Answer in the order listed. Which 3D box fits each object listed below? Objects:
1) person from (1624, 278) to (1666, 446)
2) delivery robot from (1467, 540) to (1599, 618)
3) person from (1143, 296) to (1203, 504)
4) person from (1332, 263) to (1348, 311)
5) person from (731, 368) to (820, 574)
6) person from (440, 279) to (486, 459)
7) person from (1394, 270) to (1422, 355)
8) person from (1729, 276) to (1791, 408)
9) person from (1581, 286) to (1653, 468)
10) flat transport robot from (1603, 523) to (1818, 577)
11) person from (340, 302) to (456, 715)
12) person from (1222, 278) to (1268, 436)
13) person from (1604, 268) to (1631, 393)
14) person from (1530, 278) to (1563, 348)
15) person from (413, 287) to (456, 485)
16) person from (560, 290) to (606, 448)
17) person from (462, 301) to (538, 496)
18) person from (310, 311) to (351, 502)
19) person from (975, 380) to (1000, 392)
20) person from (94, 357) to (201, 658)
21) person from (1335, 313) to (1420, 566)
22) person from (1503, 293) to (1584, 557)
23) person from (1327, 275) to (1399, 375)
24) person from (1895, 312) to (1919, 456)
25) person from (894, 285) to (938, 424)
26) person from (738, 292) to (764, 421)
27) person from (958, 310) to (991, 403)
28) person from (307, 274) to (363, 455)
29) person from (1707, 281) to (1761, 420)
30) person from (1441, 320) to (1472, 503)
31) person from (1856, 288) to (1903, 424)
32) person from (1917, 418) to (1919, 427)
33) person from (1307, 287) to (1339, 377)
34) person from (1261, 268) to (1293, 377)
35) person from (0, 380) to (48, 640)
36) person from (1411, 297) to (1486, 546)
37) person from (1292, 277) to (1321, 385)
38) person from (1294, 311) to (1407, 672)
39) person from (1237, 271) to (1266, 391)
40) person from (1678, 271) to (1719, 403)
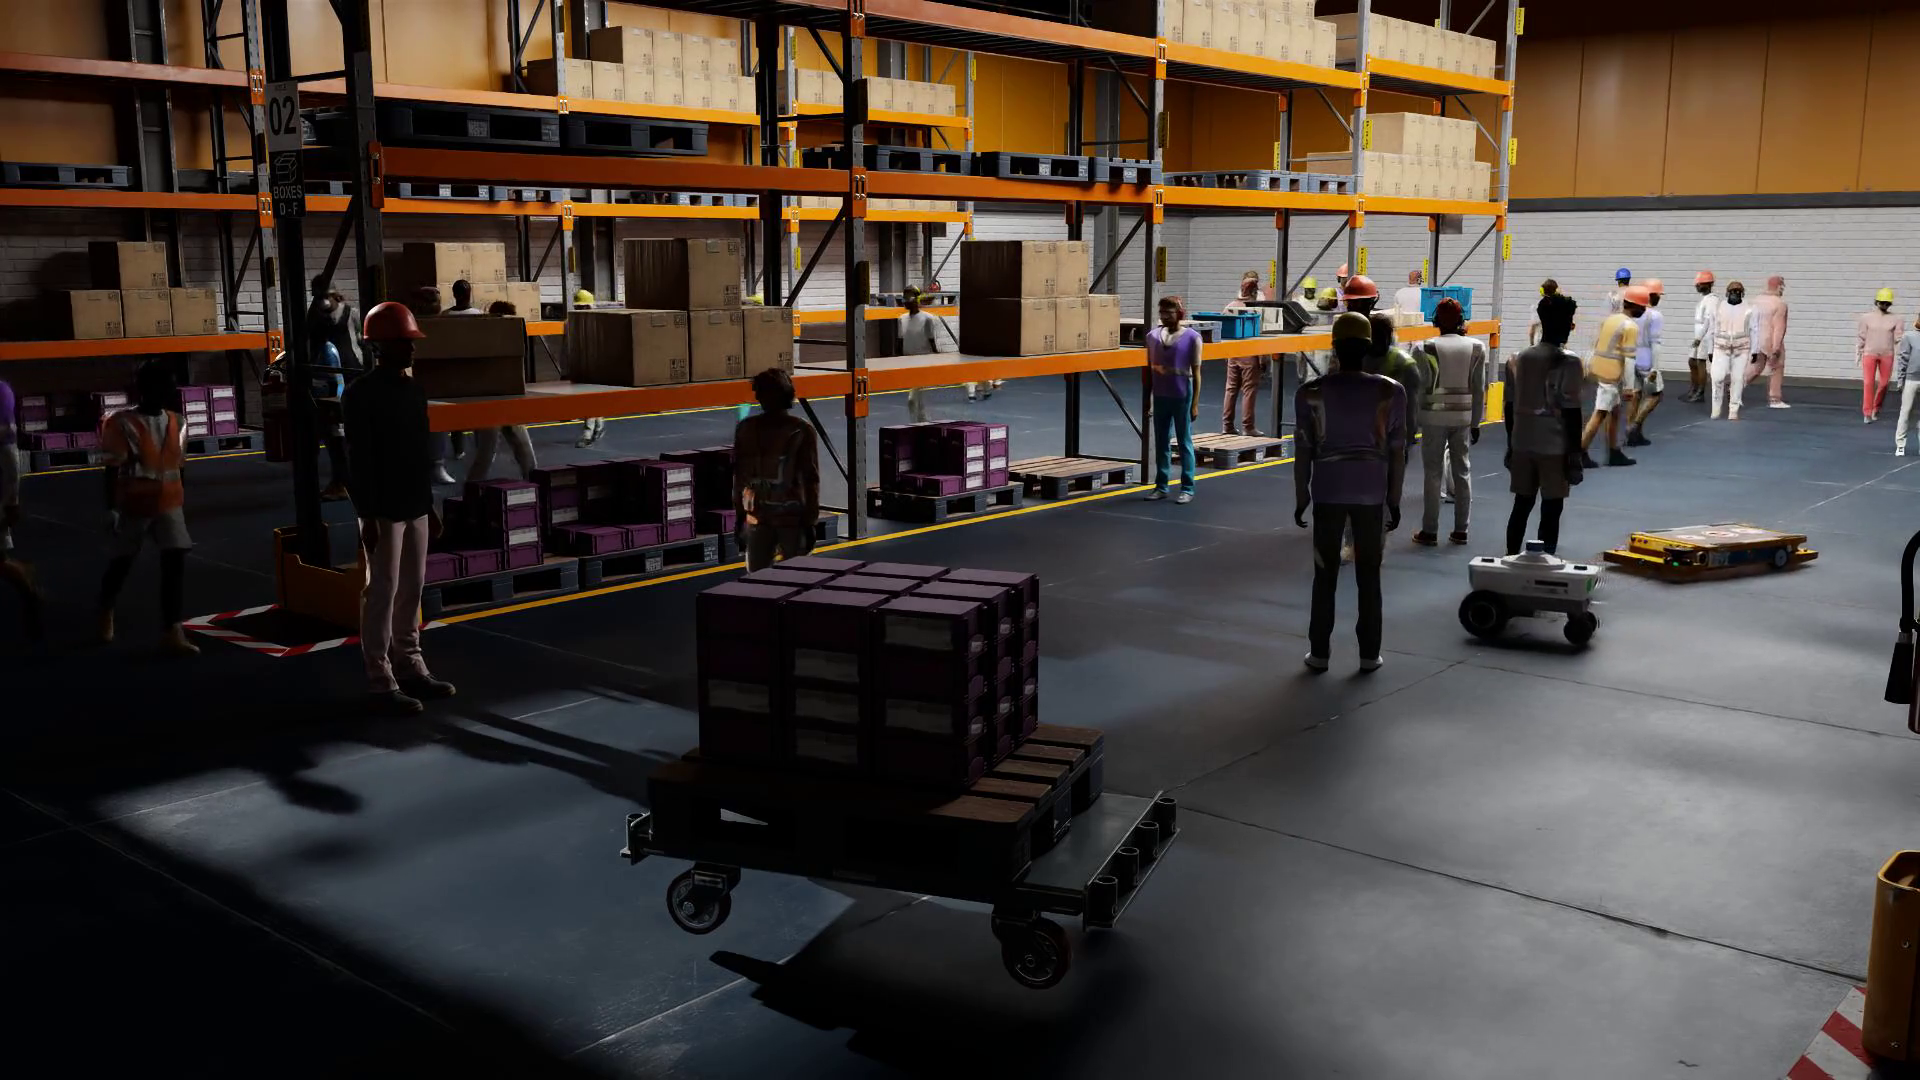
[{"bbox_3d":[7.782,-2.011,18.915,0.392,1.923,0.541,-4,11,-21],"label":"person"},{"bbox_3d":[3.338,0.243,9.687,0.707,0.478,0.477,5,11,26],"label":"delivery robot"},{"bbox_3d":[1.892,-1.240,14.757,0.565,1.837,0.389,8,13,39],"label":"person"},{"bbox_3d":[5.410,-2.867,23.429,0.615,2.040,0.382,-2,10,-12],"label":"person"},{"bbox_3d":[-0.968,-0.087,8.770,0.550,1.636,0.322,5,11,27],"label":"person"},{"bbox_3d":[-5.300,-1.822,17.827,0.593,1.920,0.392,0,10,0],"label":"person"},{"bbox_3d":[7.305,-3.386,26.768,0.643,1.909,0.410,9,13,41],"label":"person"},{"bbox_3d":[11.305,-2.774,23.382,0.845,1.880,0.647,-2,10,-13],"label":"person"},{"bbox_3d":[6.694,-1.650,17.000,0.864,1.863,0.581,-1,10,-4],"label":"person"},{"bbox_3d":[5.343,0.057,11.817,1.431,0.197,0.652,-5,11,-27],"label":"flat transport robot"},{"bbox_3d":[-2.749,-0.159,8.142,0.379,1.996,0.611,2,10,14],"label":"person"},{"bbox_3d":[3.456,-2.196,20.025,0.398,1.899,0.635,-9,13,-42],"label":"person"},{"bbox_3d":[10.297,-3.250,25.883,0.602,1.946,0.393,-1,10,-4],"label":"person"},{"bbox_3d":[7.871,-2.571,22.278,0.519,1.856,0.461,0,10,-2],"label":"person"},{"bbox_3d":[-4.988,-1.469,15.926,0.613,1.889,0.648,1,10,5],"label":"person"},{"bbox_3d":[-4.273,-1.982,19.122,0.611,1.792,0.926,2,10,13],"label":"person"},{"bbox_3d":[-3.704,-1.012,13.479,0.973,1.837,0.576,3,10,18],"label":"person"},{"bbox_3d":[-5.645,-1.192,14.872,0.322,1.697,0.536,-5,11,-27],"label":"person"},{"bbox_3d":[0.489,-3.302,26.272,0.542,1.916,0.798,9,13,41],"label":"person"},{"bbox_3d":[-4.587,-0.195,9.292,0.808,1.657,0.572,7,12,35],"label":"person"},{"bbox_3d":[2.891,-0.686,11.684,0.643,1.812,0.492,6,12,32],"label":"person"},{"bbox_3d":[3.812,-0.620,10.858,0.385,1.962,0.642,-5,11,-27],"label":"person"},{"bbox_3d":[3.118,-1.049,13.074,0.382,2.041,0.616,-8,13,-39],"label":"person"},{"bbox_3d":[10.414,-1.711,18.008,0.497,1.633,0.285,2,10,13],"label":"person"},{"bbox_3d":[-0.577,-1.901,18.490,0.565,1.838,0.868,9,13,40],"label":"person"},{"bbox_3d":[-2.412,-2.082,19.833,0.523,1.732,0.814,2,10,12],"label":"person"},{"bbox_3d":[0.270,-2.910,24.416,0.612,1.783,0.919,2,10,11],"label":"person"},{"bbox_3d":[-6.176,-1.616,16.306,0.708,2.000,0.833,-1,10,-5],"label":"person"},{"bbox_3d":[10.136,-2.475,21.834,0.637,1.824,0.588,5,11,27],"label":"person"},{"bbox_3d":[4.355,-1.146,14.776,0.307,1.640,0.520,-4,11,-24],"label":"person"},{"bbox_3d":[11.917,-2.393,21.580,0.534,1.748,0.702,4,11,21],"label":"person"},{"bbox_3d":[12.392,-2.291,20.890,1.004,1.786,0.505,-5,11,-27],"label":"person"},{"bbox_3d":[4.921,-2.511,22.248,0.512,1.731,0.408,-5,11,-27],"label":"person"},{"bbox_3d":[5.423,-3.768,28.809,0.632,1.957,0.831,4,11,23],"label":"person"},{"bbox_3d":[-5.362,-0.280,9.070,0.551,1.920,0.705,1,10,3],"label":"person"},{"bbox_3d":[3.684,-0.892,12.630,0.575,1.885,0.356,-1,10,-6],"label":"person"},{"bbox_3d":[5.619,-3.358,26.952,0.611,1.804,0.850,1,10,8],"label":"person"},{"bbox_3d":[2.061,-0.247,8.851,0.586,1.923,0.371,2,10,9],"label":"person"},{"bbox_3d":[4.560,-3.287,26.221,0.401,1.907,0.675,-6,12,-30],"label":"person"},{"bbox_3d":[10.827,-2.960,24.318,0.436,1.916,0.574,1,10,4],"label":"person"}]
